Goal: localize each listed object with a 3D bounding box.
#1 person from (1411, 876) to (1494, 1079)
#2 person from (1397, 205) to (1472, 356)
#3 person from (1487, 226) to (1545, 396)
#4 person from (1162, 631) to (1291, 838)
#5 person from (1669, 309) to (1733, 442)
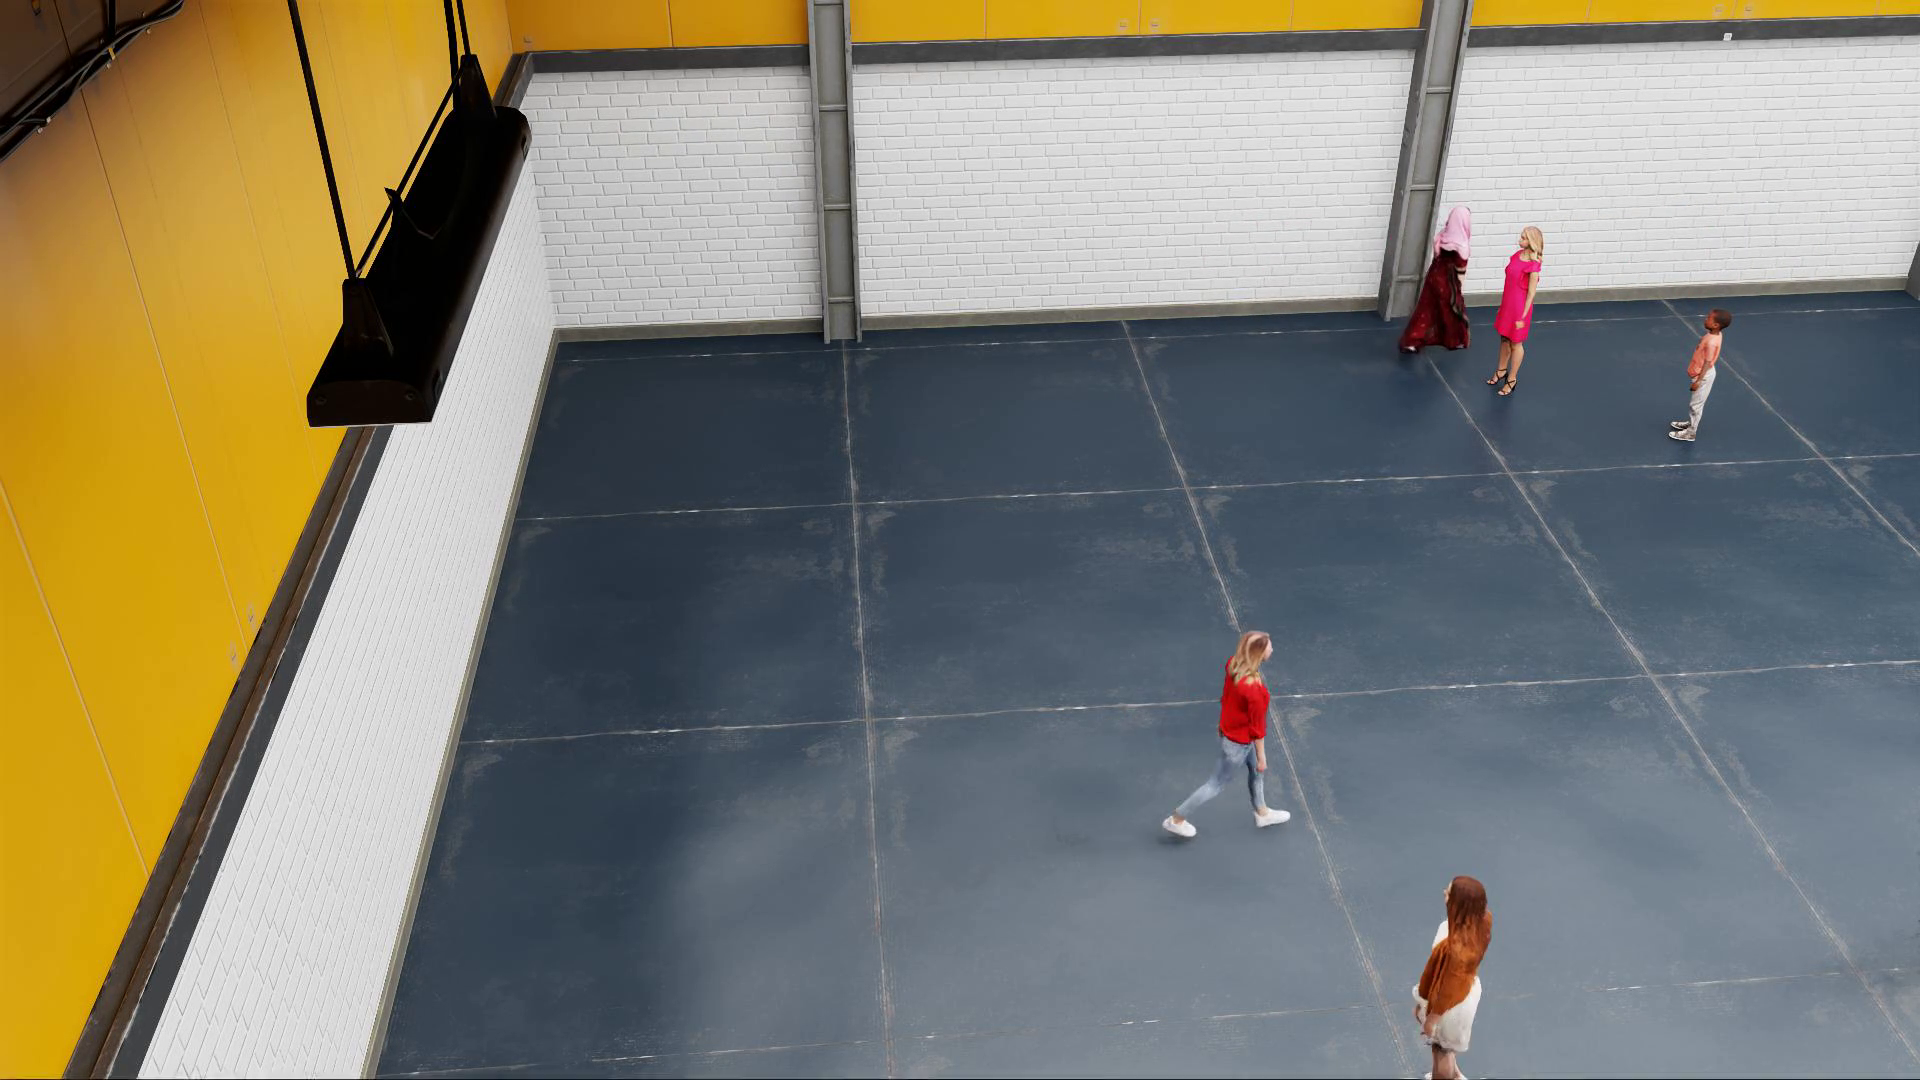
[{"bbox_3d":[2.745,2.493,9.000,0.795,1.715,0.757,17,37,24],"label":"person"},{"bbox_3d":[4.789,-2.549,16.690,1.132,1.599,0.839,-12,35,-17],"label":"person"},{"bbox_3d":[5.399,-2.239,16.107,0.574,1.728,0.597,-7,34,-11],"label":"person"},{"bbox_3d":[1.737,1.315,10.818,1.153,1.664,0.703,-6,34,-9],"label":"person"},{"bbox_3d":[6.906,-1.545,15.441,0.599,1.311,0.561,16,37,22],"label":"person"}]
